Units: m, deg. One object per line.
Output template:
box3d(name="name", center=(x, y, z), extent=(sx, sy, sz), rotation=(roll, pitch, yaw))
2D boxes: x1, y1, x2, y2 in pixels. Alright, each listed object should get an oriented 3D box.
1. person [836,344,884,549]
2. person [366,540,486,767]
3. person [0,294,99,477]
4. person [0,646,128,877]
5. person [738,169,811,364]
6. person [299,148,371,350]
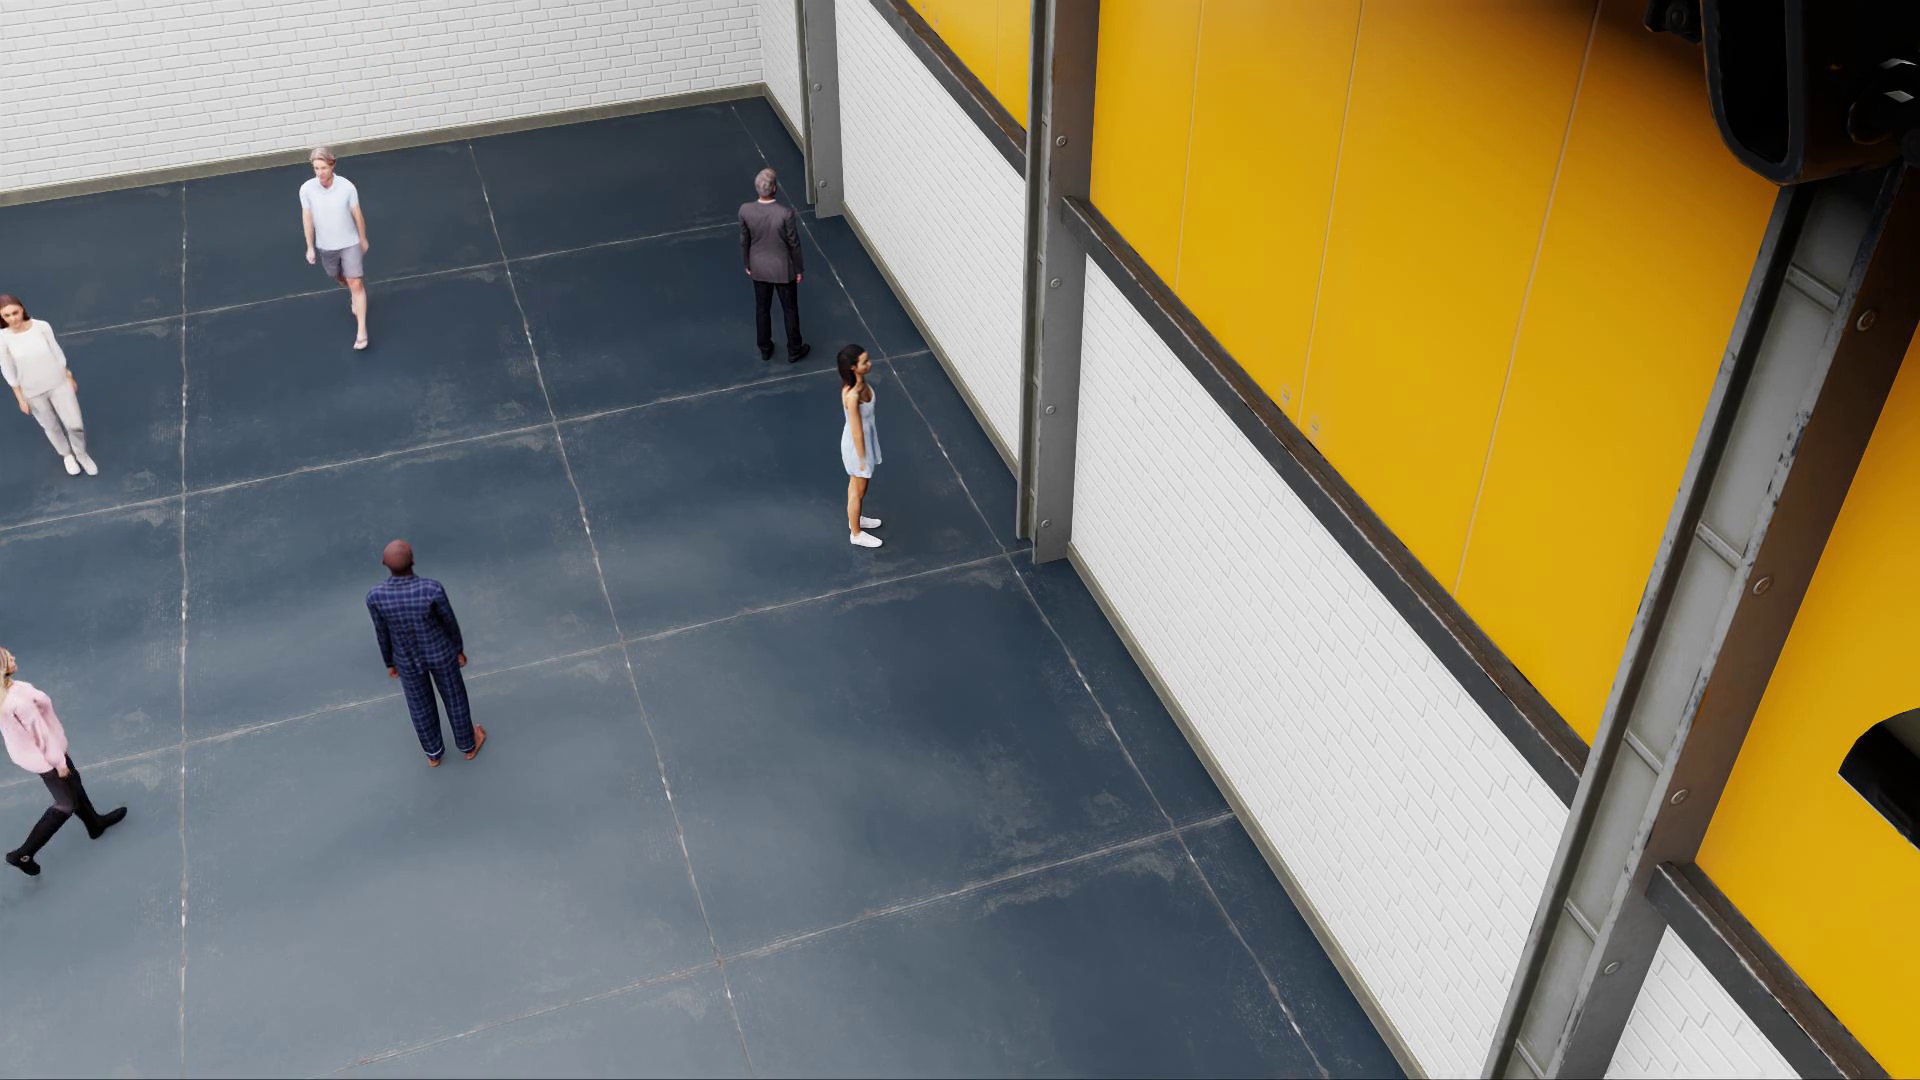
box3d(name="person", center=(-0.768, -0.730, 12.571), extent=(0.713, 1.729, 0.578), rotation=(0, 39, 0))
box3d(name="person", center=(-3.437, 0.725, 10.677), extent=(0.684, 1.819, 0.623), rotation=(-8, 39, -10))
box3d(name="person", center=(-7.338, -1.262, 13.283), extent=(0.701, 1.673, 0.710), rotation=(-25, 45, -28))
box3d(name="person", center=(-5.617, 1.335, 10.032), extent=(1.021, 1.670, 0.998), rotation=(24, 44, 27))
box3d(name="person", center=(-1.632, -2.402, 14.575), extent=(0.802, 1.842, 0.804), rotation=(7, 39, 9))
box3d(name="person", center=(-5.583, -2.711, 14.993), extent=(0.855, 1.802, 1.224), rotation=(-4, 39, -4))
